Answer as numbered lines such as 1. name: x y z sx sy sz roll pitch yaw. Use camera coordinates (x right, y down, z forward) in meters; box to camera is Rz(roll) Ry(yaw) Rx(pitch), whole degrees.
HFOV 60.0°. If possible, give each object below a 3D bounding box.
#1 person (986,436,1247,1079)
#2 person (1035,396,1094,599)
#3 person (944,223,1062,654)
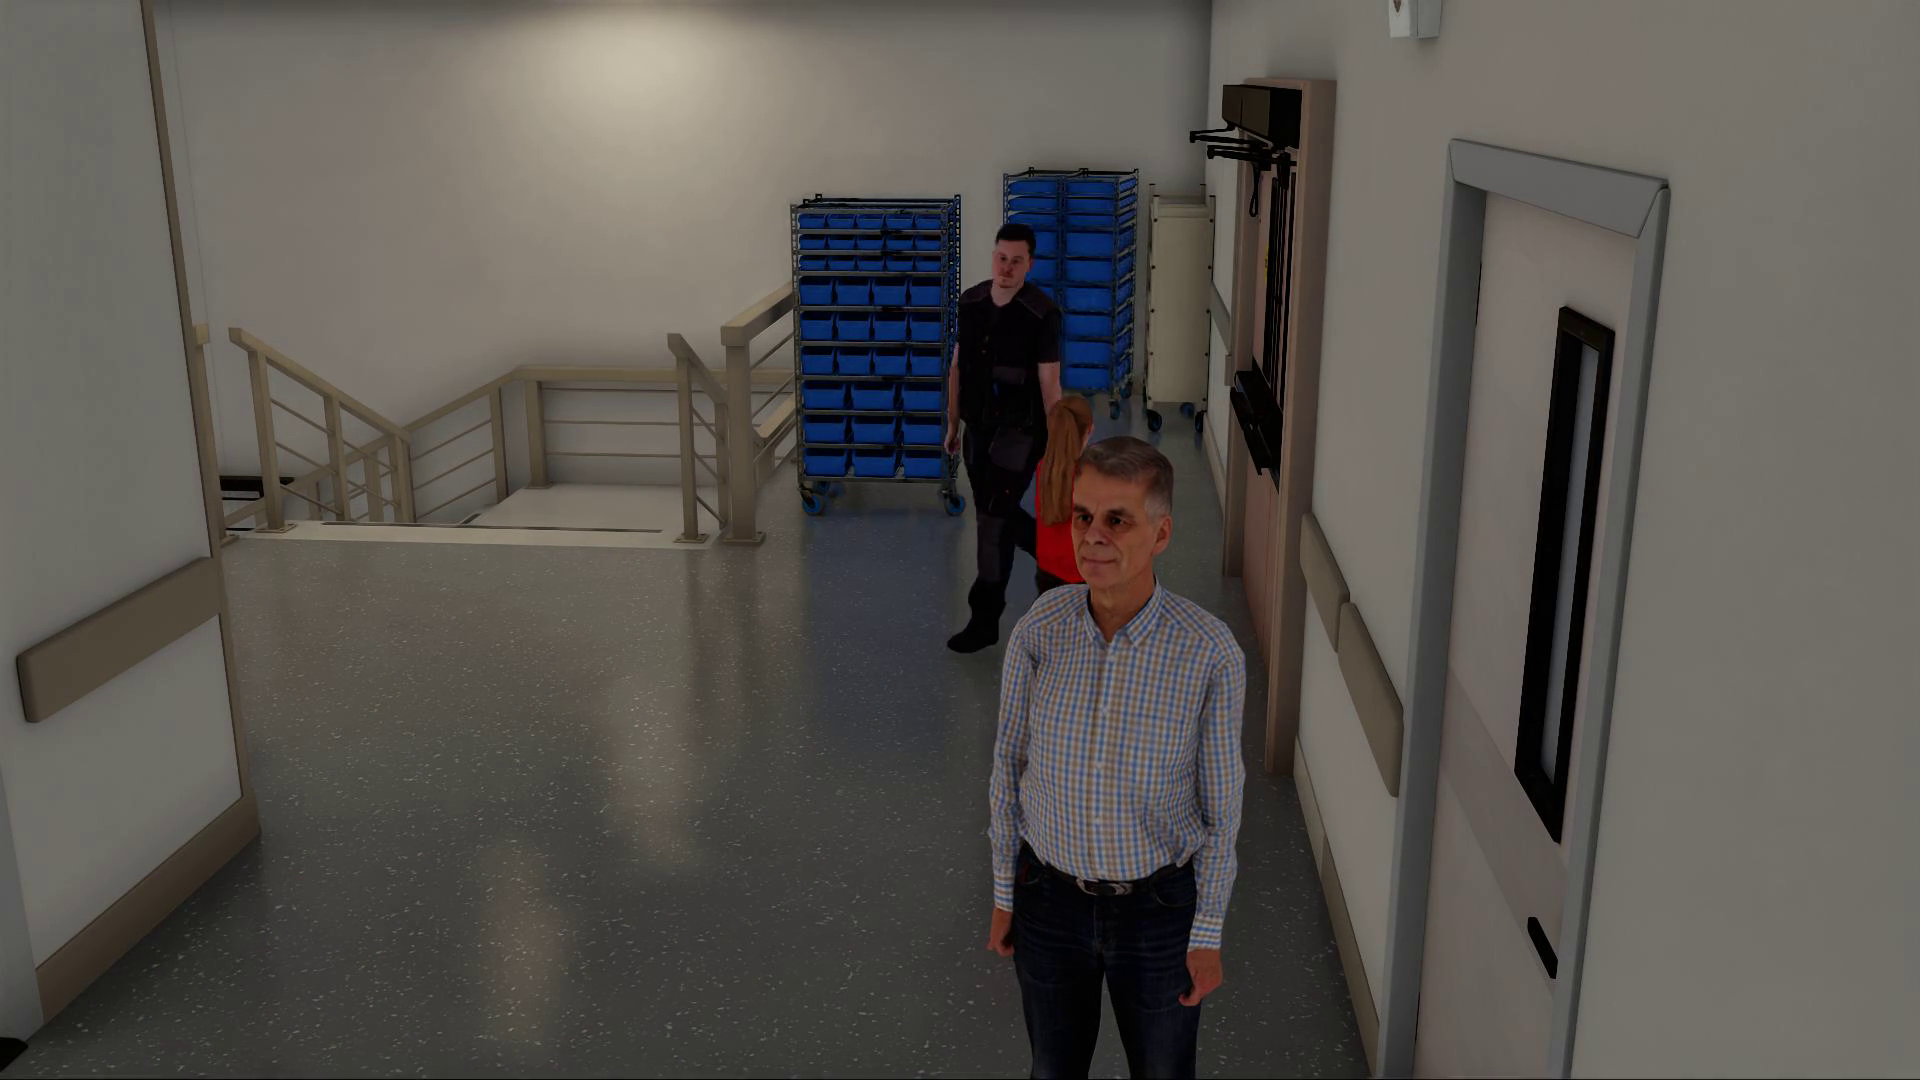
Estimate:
1. person: 0.294 0.683 3.210 0.709 1.820 0.665 6 17 20
2. person: 0.383 0.115 6.280 0.787 1.248 0.972 11 19 34
3. person: 0.250 -0.450 7.244 1.223 1.814 1.135 -14 21 -40
